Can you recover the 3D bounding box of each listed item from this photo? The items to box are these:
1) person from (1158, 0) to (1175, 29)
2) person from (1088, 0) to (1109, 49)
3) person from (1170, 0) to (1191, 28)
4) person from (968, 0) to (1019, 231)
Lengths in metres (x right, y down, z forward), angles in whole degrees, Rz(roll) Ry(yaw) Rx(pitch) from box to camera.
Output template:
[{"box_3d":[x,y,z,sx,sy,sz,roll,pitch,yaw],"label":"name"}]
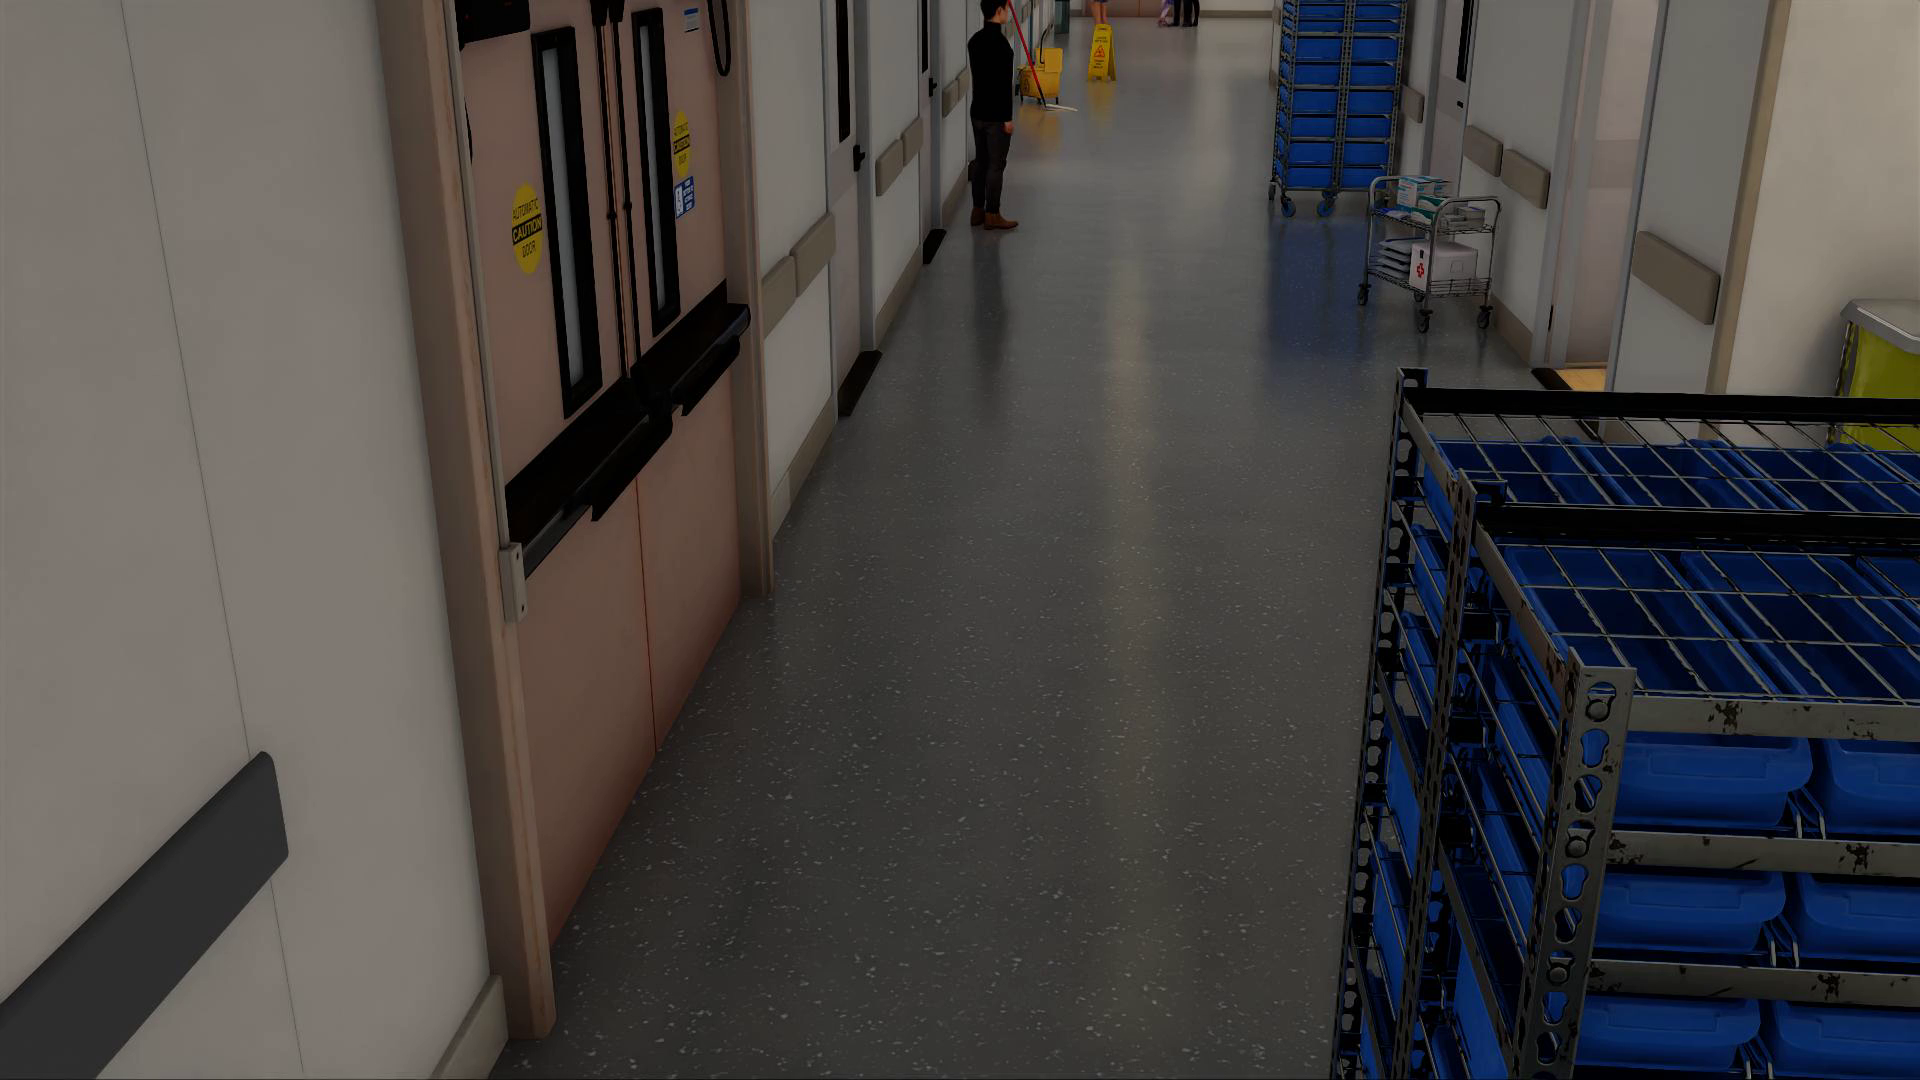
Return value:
[{"box_3d":[4.207,-11.214,33.480,0.707,1.748,0.520,-1,21,-3],"label":"person"},{"box_3d":[2.411,-9.406,28.730,0.724,1.732,0.619,15,25,34],"label":"person"},{"box_3d":[4.526,-11.351,33.698,0.796,1.808,0.797,10,23,25],"label":"person"},{"box_3d":[0.230,-3.186,12.319,0.782,1.723,0.670,-11,23,-26],"label":"person"}]
